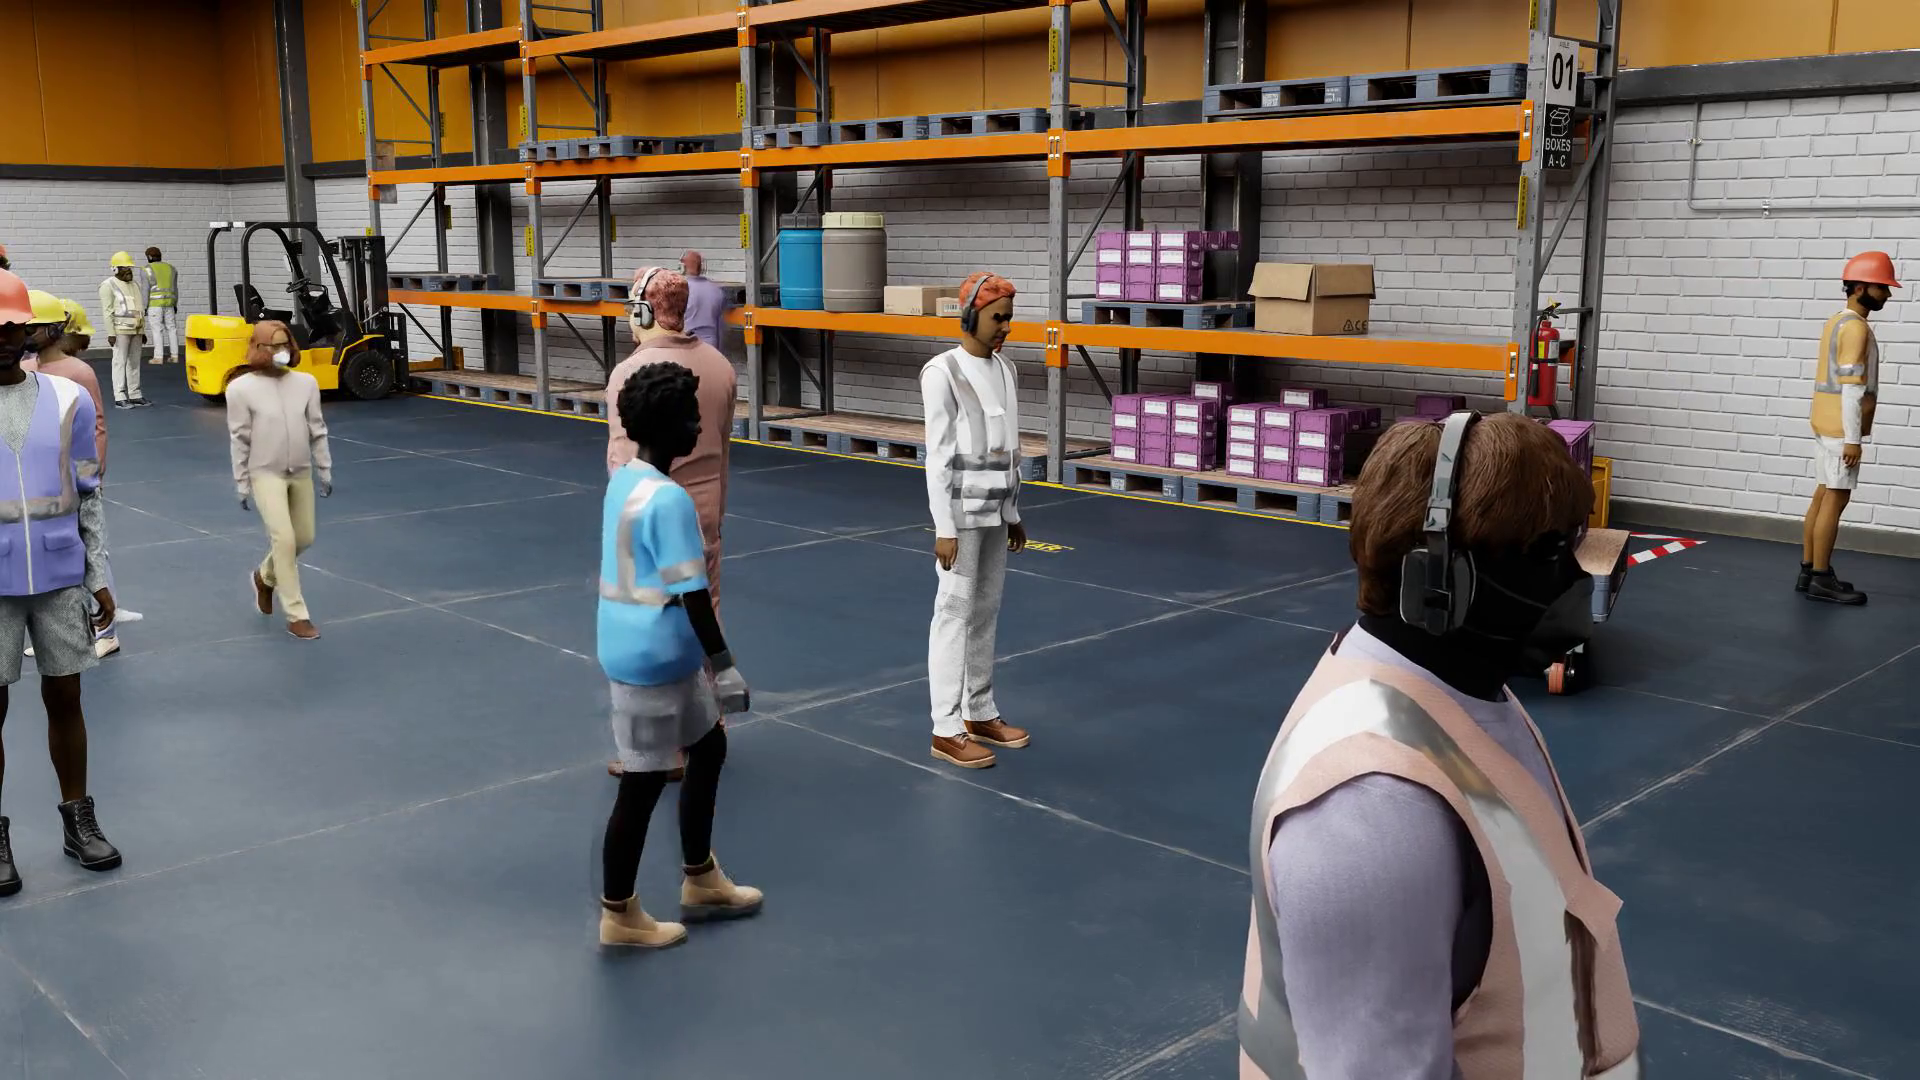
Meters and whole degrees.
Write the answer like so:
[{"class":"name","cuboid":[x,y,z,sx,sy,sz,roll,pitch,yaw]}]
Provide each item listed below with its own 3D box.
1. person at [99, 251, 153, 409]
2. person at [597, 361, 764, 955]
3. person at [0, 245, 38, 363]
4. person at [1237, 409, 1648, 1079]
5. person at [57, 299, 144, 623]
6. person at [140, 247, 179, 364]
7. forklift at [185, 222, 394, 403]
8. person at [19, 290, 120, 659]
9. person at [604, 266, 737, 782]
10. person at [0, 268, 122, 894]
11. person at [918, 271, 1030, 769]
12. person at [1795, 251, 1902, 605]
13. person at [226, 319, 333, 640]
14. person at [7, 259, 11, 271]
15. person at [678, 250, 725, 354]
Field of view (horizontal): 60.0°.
[{"class":"person","cuboid":[-9.784,-2.463,19.542,0.404,1.829,0.600,2,11,13]},{"class":"person","cuboid":[-0.766,0.339,4.685,0.630,1.673,0.540,-3,11,-17]},{"class":"person","cuboid":[-8.330,-1.584,14.385,0.649,1.980,1.088,-6,12,-30]},{"class":"person","cuboid":[0.531,0.771,1.885,0.429,1.843,0.633,4,11,19]},{"class":"person","cuboid":[-4.625,-0.371,8.470,0.655,1.706,0.503,-6,12,-30]},{"class":"person","cuboid":[-12.663,-3.704,26.294,0.430,1.842,0.619,6,12,30]},{"class":"forklift","cuboid":[-8.169,-2.758,20.163,2.313,2.155,1.214,-10,14,-44]},{"class":"person","cuboid":[-4.292,-0.296,7.906,0.534,1.767,0.319,4,11,22]},{"class":"person","cuboid":[-1.107,-0.056,6.217,0.409,1.908,0.642,5,12,26]},{"class":"person","cuboid":[-2.922,0.120,5.171,0.546,1.938,0.360,-10,14,-43]},{"class":"person","cuboid":[0.068,-0.084,6.422,0.355,1.887,0.573,6,12,30]},{"class":"person","cuboid":[4.915,-0.617,9.198,0.373,1.933,0.549,3,11,17]},{"class":"person","cuboid":[-3.493,-0.326,8.500,0.700,1.610,0.506,8,13,37]},{"class":"person","cuboid":[-11.356,-2.504,19.795,0.403,1.826,0.591,-2,11,-9]},{"class":"person","cuboid":[-2.498,-1.701,15.251,0.668,1.881,0.731,-9,14,-41]}]
